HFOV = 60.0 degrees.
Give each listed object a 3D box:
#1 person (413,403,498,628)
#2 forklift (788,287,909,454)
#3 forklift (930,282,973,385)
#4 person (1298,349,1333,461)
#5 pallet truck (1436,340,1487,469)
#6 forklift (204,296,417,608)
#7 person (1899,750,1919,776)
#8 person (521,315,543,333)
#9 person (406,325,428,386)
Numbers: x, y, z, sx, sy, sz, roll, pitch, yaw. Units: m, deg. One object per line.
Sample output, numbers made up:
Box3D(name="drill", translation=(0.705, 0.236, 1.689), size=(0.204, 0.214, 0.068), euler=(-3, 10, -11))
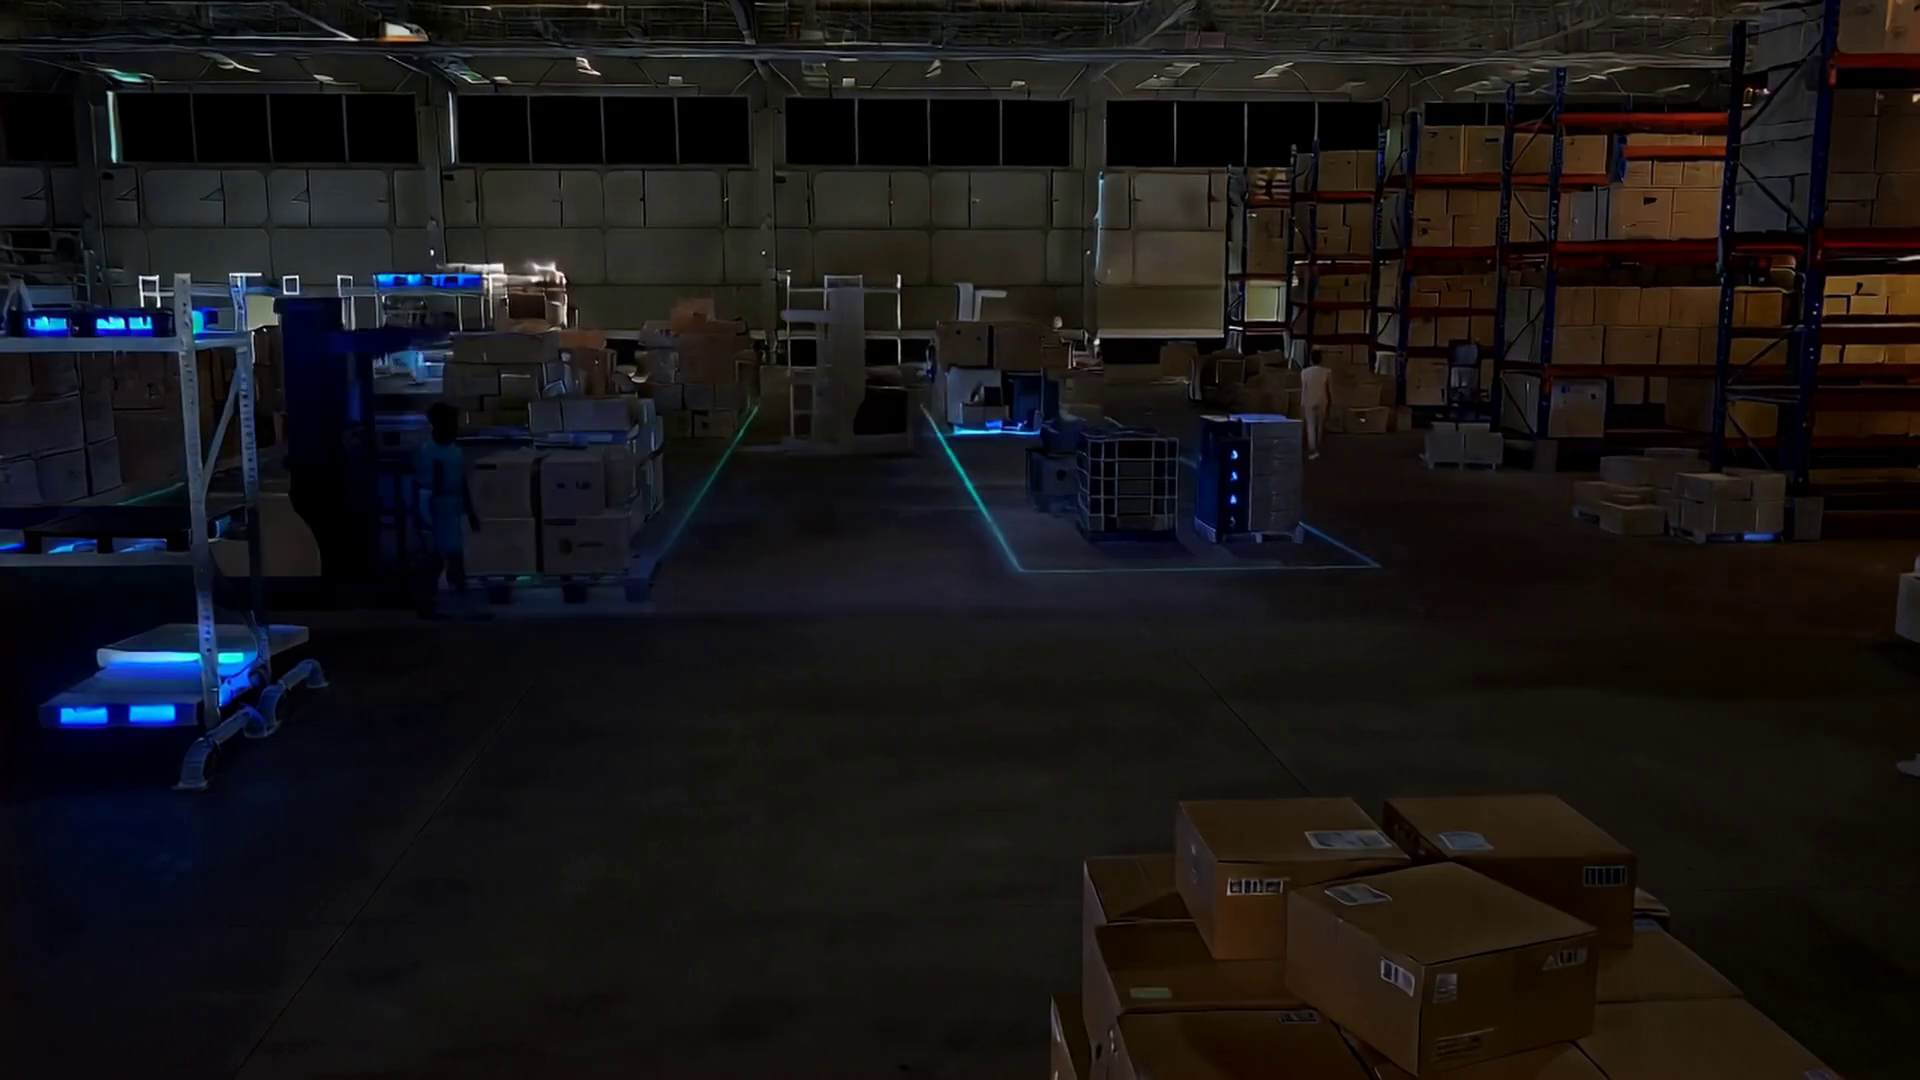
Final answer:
Box3D(name="person", translation=(-4.330, -0.214, 14.318), size=(0.896, 1.925, 0.636), euler=(1, 9, 7))
Box3D(name="forklift", translation=(-1.915, -2.940, 28.488), size=(1.873, 2.768, 1.129), euler=(-5, 10, -28))
Box3D(name="forklift", translation=(0.148, -5.571, 45.009), size=(1.873, 2.768, 1.129), euler=(-1, 9, -4))
Box3D(name="person", translation=(5.818, -2.198, 27.184), size=(0.534, 1.822, 0.958), euler=(1, 9, 4))
Box3D(name="pallet truck", translation=(8.004, -2.170, 26.422), size=(0.823, 1.965, 1.885), euler=(2, 9, 14))
Box3D(name="forklift", translation=(-5.922, -0.843, 15.325), size=(1.873, 2.768, 1.129), euler=(-1, 9, -4))
Box3D(name="person", translation=(5.942, 0.472, 10.017), size=(0.546, 1.939, 0.375), euler=(-8, 12, -39))
Box3D(name="person", translation=(-11.644, -5.147, 45.297), size=(0.630, 1.940, 0.372), euler=(-8, 12, -41))
Box3D(name="person", translation=(-12.564, -4.014, 38.333), size=(0.979, 1.896, 0.557), euler=(-4, 10, -22))
